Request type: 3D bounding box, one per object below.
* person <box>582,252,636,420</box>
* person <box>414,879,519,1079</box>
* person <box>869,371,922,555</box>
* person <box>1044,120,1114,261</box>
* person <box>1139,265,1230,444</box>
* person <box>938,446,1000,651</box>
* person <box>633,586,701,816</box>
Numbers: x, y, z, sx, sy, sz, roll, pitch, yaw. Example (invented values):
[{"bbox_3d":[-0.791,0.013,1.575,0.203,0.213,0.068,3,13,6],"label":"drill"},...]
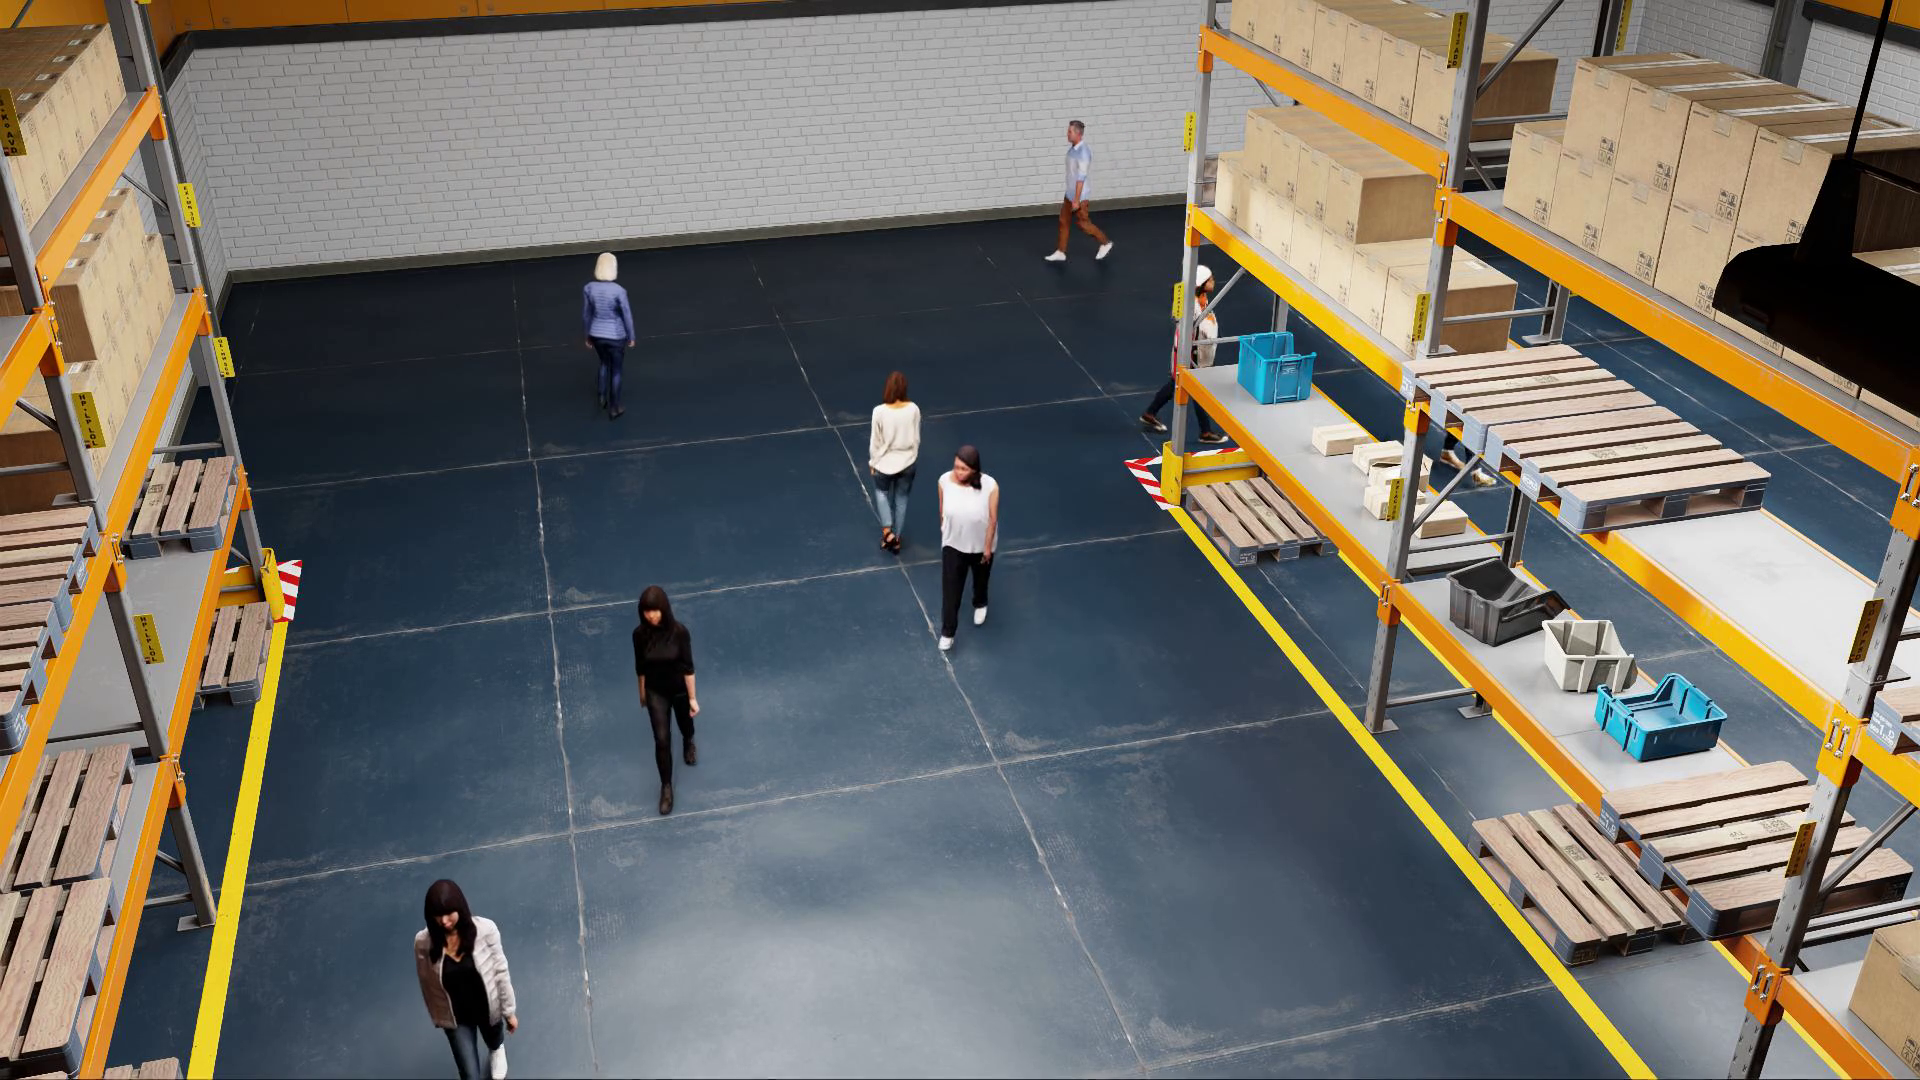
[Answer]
[{"bbox_3d":[-3.591,-2.032,16.826,0.751,1.732,0.755,6,29,11],"label":"person"},{"bbox_3d":[-2.576,2.410,8.805,0.652,1.614,1.048,-9,30,-17],"label":"person"},{"bbox_3d":[-0.525,-0.615,14.303,0.626,1.661,0.622,-8,30,-14],"label":"person"},{"bbox_3d":[1.574,-4.392,21.081,0.768,1.800,1.047,-9,30,-16],"label":"person"},{"bbox_3d":[2.172,-1.847,16.366,1.125,1.847,1.213,7,29,12],"label":"person"},{"bbox_3d":[0.100,-0.003,13.193,0.965,1.648,1.174,6,29,10],"label":"person"},{"bbox_3d":[-1.972,1.001,11.389,0.690,1.614,1.066,-3,29,-5],"label":"person"}]
